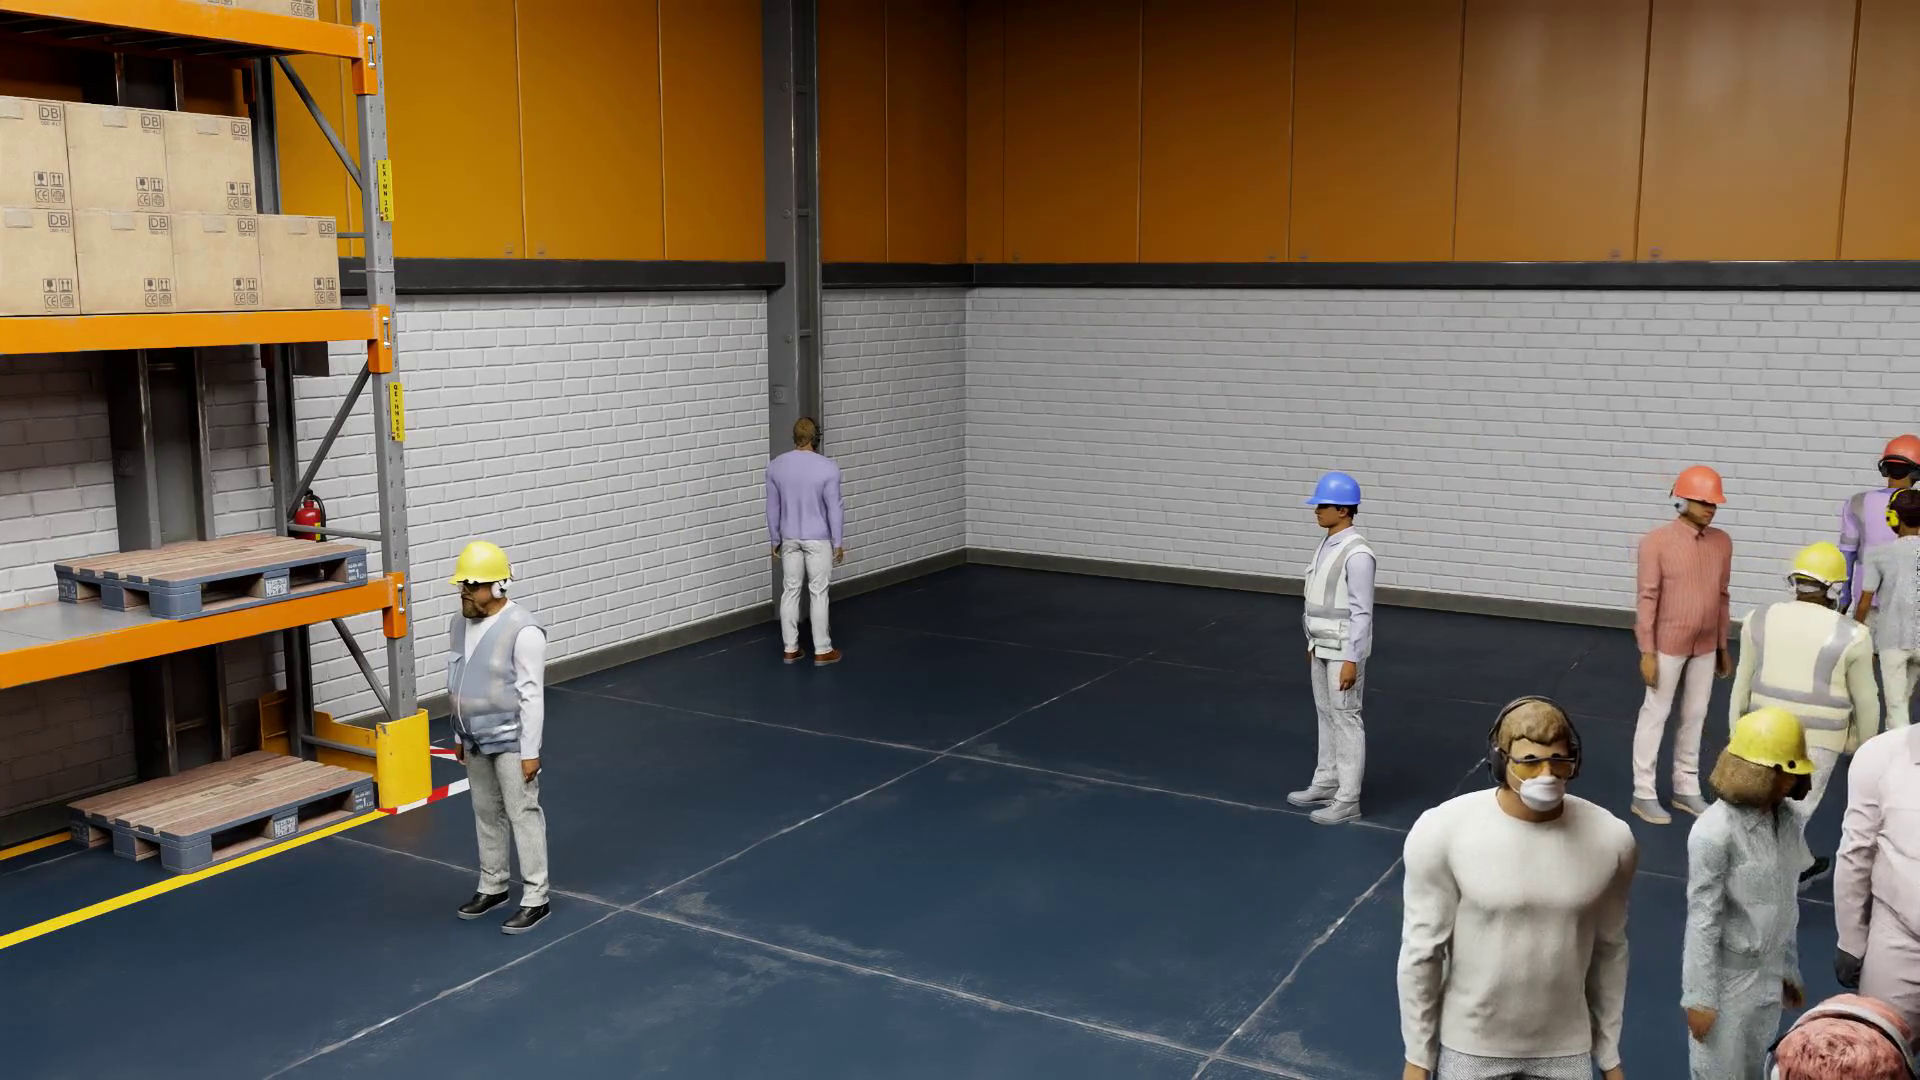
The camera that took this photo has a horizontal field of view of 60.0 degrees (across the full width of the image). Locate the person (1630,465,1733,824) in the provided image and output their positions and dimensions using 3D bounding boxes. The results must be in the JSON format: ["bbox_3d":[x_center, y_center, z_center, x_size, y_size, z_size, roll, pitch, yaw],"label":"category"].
[{"bbox_3d":[4.002,0.572,9.194,0.626,1.991,0.397,-3,10,-17],"label":"person"}]

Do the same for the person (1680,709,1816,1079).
[{"bbox_3d":[2.420,1.363,5.143,0.524,1.742,0.492,-6,11,-33],"label":"person"}]

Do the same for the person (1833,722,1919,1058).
[{"bbox_3d":[3.041,1.270,5.125,0.641,1.905,0.410,4,10,23],"label":"person"}]

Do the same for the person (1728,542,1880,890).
[{"bbox_3d":[3.988,0.895,7.853,0.954,1.776,0.613,-7,11,-36],"label":"person"}]

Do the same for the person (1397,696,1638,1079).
[{"bbox_3d":[1.482,1.368,4.430,0.634,1.938,0.416,0,9,-3],"label":"person"}]

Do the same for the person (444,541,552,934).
[{"bbox_3d":[-2.146,0.901,7.691,0.591,1.823,0.405,7,11,35],"label":"person"}]

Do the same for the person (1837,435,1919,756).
[{"bbox_3d":[5.803,0.362,10.361,0.396,2.038,0.614,-9,13,-43],"label":"person"}]

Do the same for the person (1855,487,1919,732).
[{"bbox_3d":[5.399,0.620,9.487,0.544,1.823,0.892,0,9,2],"label":"person"}]

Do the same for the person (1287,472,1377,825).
[{"bbox_3d":[2.082,0.592,9.215,0.389,1.949,0.603,-1,9,-9],"label":"person"}]

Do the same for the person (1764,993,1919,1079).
[{"bbox_3d":[1.372,1.661,2.710,0.635,1.899,0.398,7,11,37],"label":"person"}]

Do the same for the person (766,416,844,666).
[{"bbox_3d":[-1.192,0.008,12.889,0.633,1.938,0.356,3,10,21],"label":"person"}]
